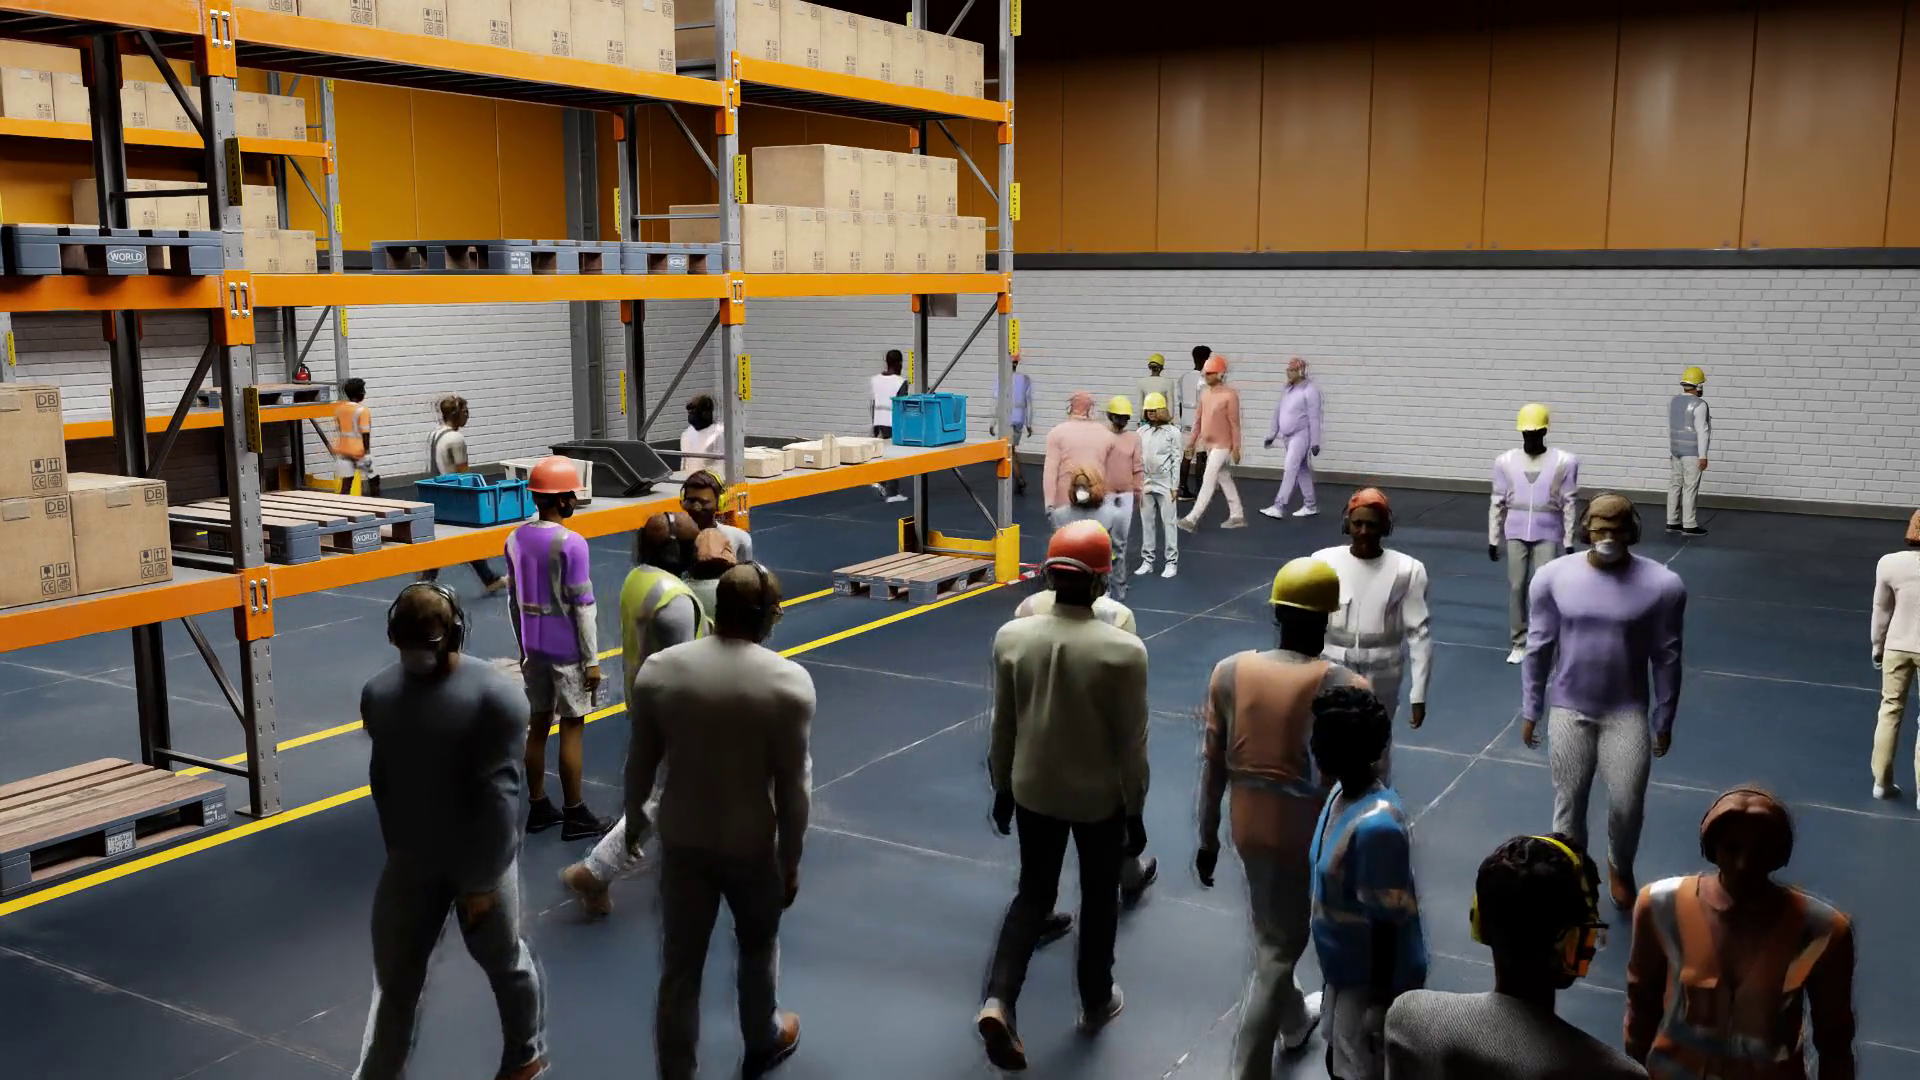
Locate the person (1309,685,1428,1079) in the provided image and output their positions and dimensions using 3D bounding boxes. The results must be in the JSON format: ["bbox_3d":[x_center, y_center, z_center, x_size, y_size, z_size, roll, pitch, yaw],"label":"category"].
[{"bbox_3d":[1.136,1.252,4.789,0.407,1.665,0.636,0,9,-1],"label":"person"}]

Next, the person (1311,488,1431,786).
[{"bbox_3d":[1.911,0.673,7.875,0.605,1.827,1.002,3,10,21],"label":"person"}]

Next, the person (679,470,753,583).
[{"bbox_3d":[-1.343,0.551,8.650,0.495,1.829,0.961,3,9,16],"label":"person"}]

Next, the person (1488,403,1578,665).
[{"bbox_3d":[4.133,-0.036,12.050,0.607,1.908,0.421,5,10,29],"label":"person"}]

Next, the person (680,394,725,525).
[{"bbox_3d":[-2.197,-0.382,14.573,0.627,1.799,0.954,7,11,36],"label":"person"}]

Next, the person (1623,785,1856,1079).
[{"bbox_3d":[1.929,1.377,4.152,0.524,1.614,0.710,5,10,27],"label":"person"}]

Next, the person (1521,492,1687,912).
[{"bbox_3d":[2.752,0.741,7.169,0.642,1.929,0.473,4,10,25],"label":"person"}]

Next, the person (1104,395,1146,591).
[{"bbox_3d":[1.405,-0.423,14.920,0.552,1.753,0.357,-3,10,-18],"label":"person"}]

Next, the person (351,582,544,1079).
[{"bbox_3d":[-1.678,1.060,5.345,0.621,1.870,1.013,2,9,14],"label":"person"}]

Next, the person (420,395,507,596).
[{"bbox_3d":[-4.279,-0.339,14.303,0.967,1.793,0.537,-5,11,-30],"label":"person"}]

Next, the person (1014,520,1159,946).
[{"bbox_3d":[0.555,0.797,7.217,0.625,1.785,0.902,6,11,33],"label":"person"}]

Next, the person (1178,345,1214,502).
[{"bbox_3d":[2.957,-1.445,20.702,0.372,1.958,0.607,-6,11,-34],"label":"person"}]

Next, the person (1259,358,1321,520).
[{"bbox_3d":[3.803,-1.165,19.262,0.958,1.864,0.667,-3,10,-19],"label":"person"}]

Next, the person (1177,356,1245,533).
[{"bbox_3d":[2.773,-1.051,18.322,1.051,1.936,0.631,-4,10,-25],"label":"person"}]

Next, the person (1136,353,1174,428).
[{"bbox_3d":[2.643,-1.643,22.532,0.526,1.768,0.331,3,10,19],"label":"person"}]

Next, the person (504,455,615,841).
[{"bbox_3d":[-2.014,0.541,8.367,0.552,1.937,0.356,6,11,33],"label":"person"}]

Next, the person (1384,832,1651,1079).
[{"bbox_3d":[0.988,1.436,3.012,0.521,1.865,0.335,8,12,42],"label":"person"}]

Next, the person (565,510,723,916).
[{"bbox_3d":[-1.334,0.766,7.362,0.849,1.814,0.635,-4,10,-24],"label":"person"}]

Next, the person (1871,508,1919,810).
[{"bbox_3d":[5.115,0.616,8.862,0.283,1.631,0.505,-7,11,-36],"label":"person"}]

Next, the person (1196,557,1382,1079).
[{"bbox_3d":[1.176,0.992,5.708,0.597,1.878,0.944,8,12,42],"label":"person"}]

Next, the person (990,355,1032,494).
[{"bbox_3d":[0.690,-1.552,21.579,0.552,1.901,0.975,-4,10,-24],"label":"person"}]

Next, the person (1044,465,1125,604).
[{"bbox_3d":[0.835,0.293,11.027,0.515,1.592,0.876,4,10,24],"label":"person"}]

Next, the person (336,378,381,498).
[{"bbox_3d":[-6.679,-0.980,18.661,0.558,1.664,0.755,5,11,30],"label":"person"}]

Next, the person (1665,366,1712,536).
[{"bbox_3d":[7.940,-0.968,18.094,0.404,1.836,0.600,-2,9,-14],"label":"person"}]

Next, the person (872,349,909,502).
[{"bbox_3d":[-0.836,-1.416,20.682,0.622,1.902,0.456,9,13,43],"label":"person"}]

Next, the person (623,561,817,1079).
[{"bbox_3d":[-0.815,1.004,5.645,0.734,1.890,0.904,1,9,6],"label":"person"}]

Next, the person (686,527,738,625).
[{"bbox_3d":[-1.247,0.749,8.076,0.553,1.603,0.630,8,12,40],"label":"person"}]

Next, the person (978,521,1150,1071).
[{"bbox_3d":[0.363,0.915,5.974,0.627,1.963,0.866,4,10,25],"label":"person"}]

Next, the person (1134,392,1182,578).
[{"bbox_3d":[1.835,-0.516,15.601,0.485,1.736,0.314,6,11,35],"label":"person"}]

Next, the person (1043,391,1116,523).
[{"bbox_3d":[1.010,-0.329,14.103,0.661,1.850,0.835,-2,9,-11],"label":"person"}]
